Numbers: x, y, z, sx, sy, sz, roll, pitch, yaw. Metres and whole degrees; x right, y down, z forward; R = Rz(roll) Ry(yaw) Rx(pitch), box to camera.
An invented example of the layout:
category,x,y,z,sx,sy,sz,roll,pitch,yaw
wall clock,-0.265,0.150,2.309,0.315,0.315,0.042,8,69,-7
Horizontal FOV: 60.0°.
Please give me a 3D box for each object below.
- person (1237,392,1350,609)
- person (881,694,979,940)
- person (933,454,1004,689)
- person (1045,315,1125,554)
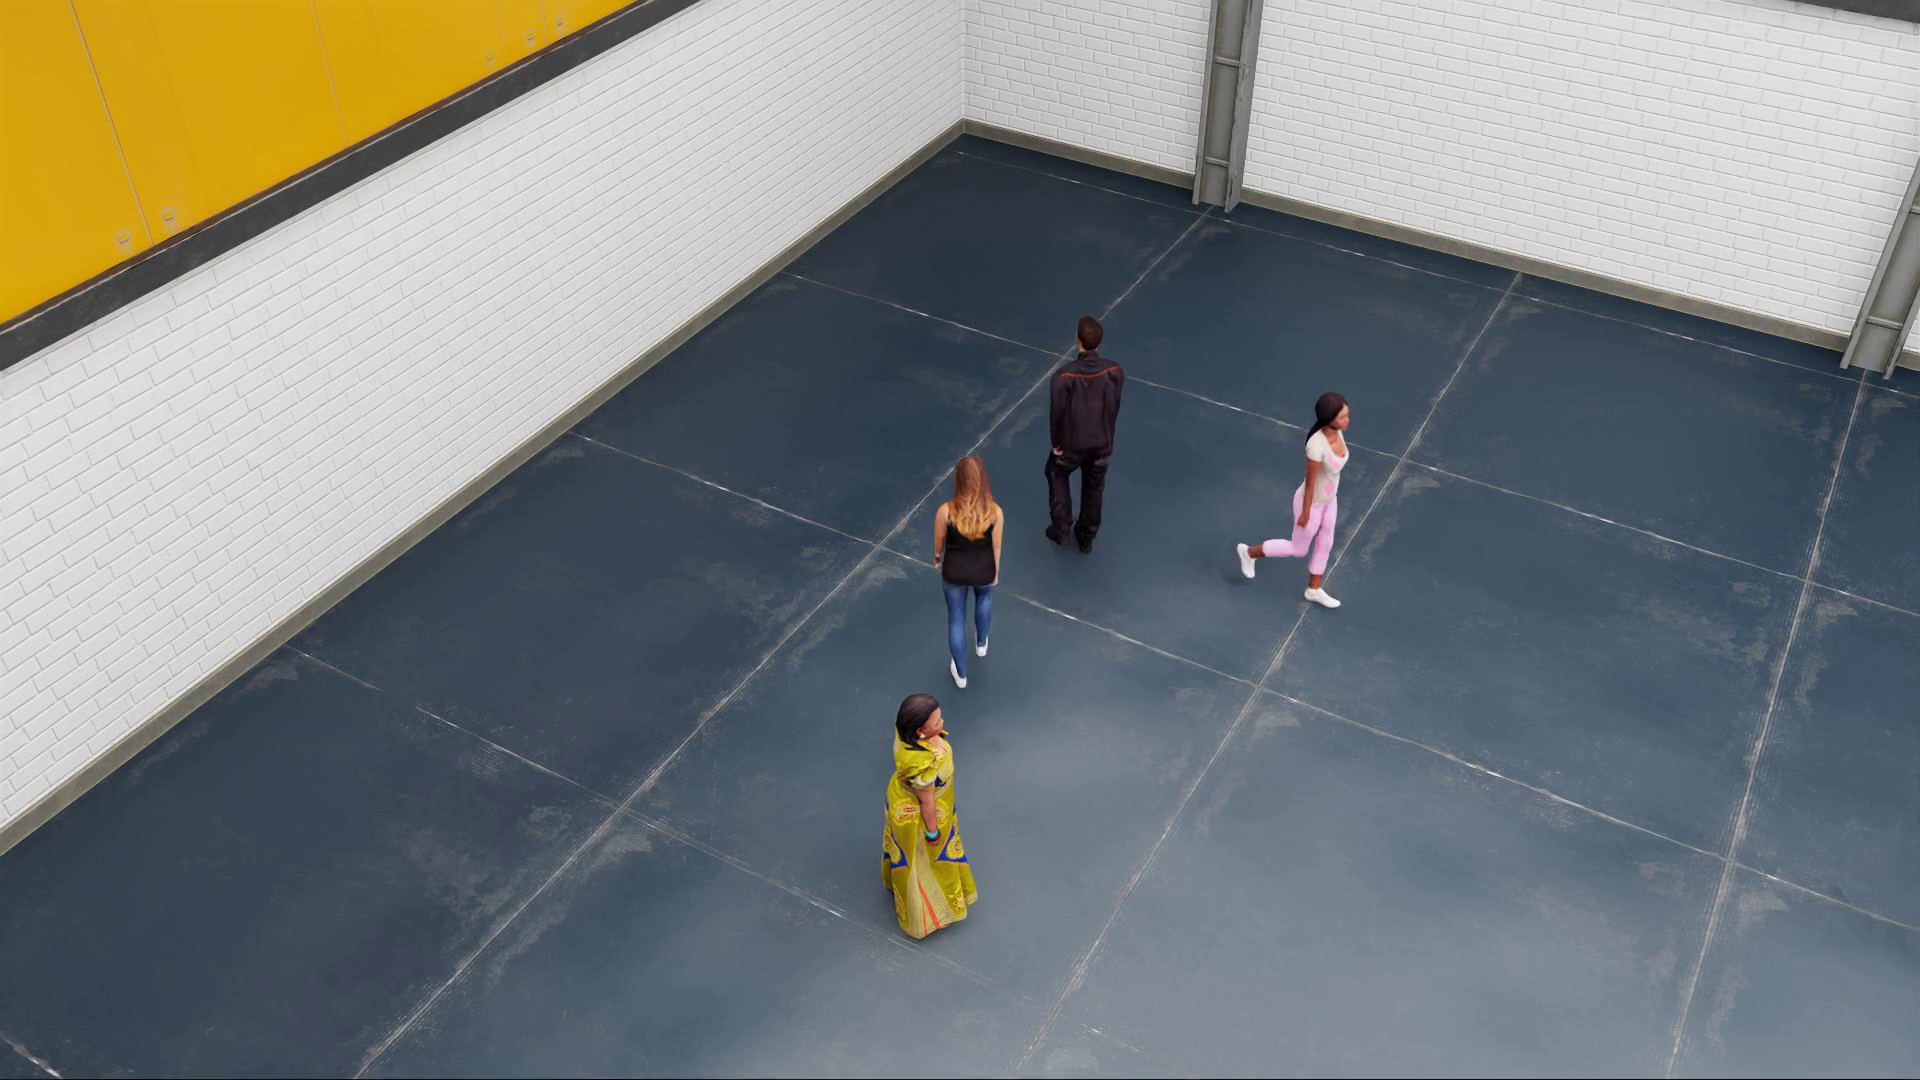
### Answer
category,x,y,z,sx,sy,sz,roll,pitch,yaw
person,2.330,-0.287,11.309,0.991,1.724,0.589,21,43,24
person,-0.215,1.471,9.158,1.042,1.660,0.997,-7,39,-9
person,0.063,0.259,10.644,0.815,1.700,0.859,-6,39,-8
person,0.889,-0.665,11.642,0.776,1.898,0.859,-6,39,-7
